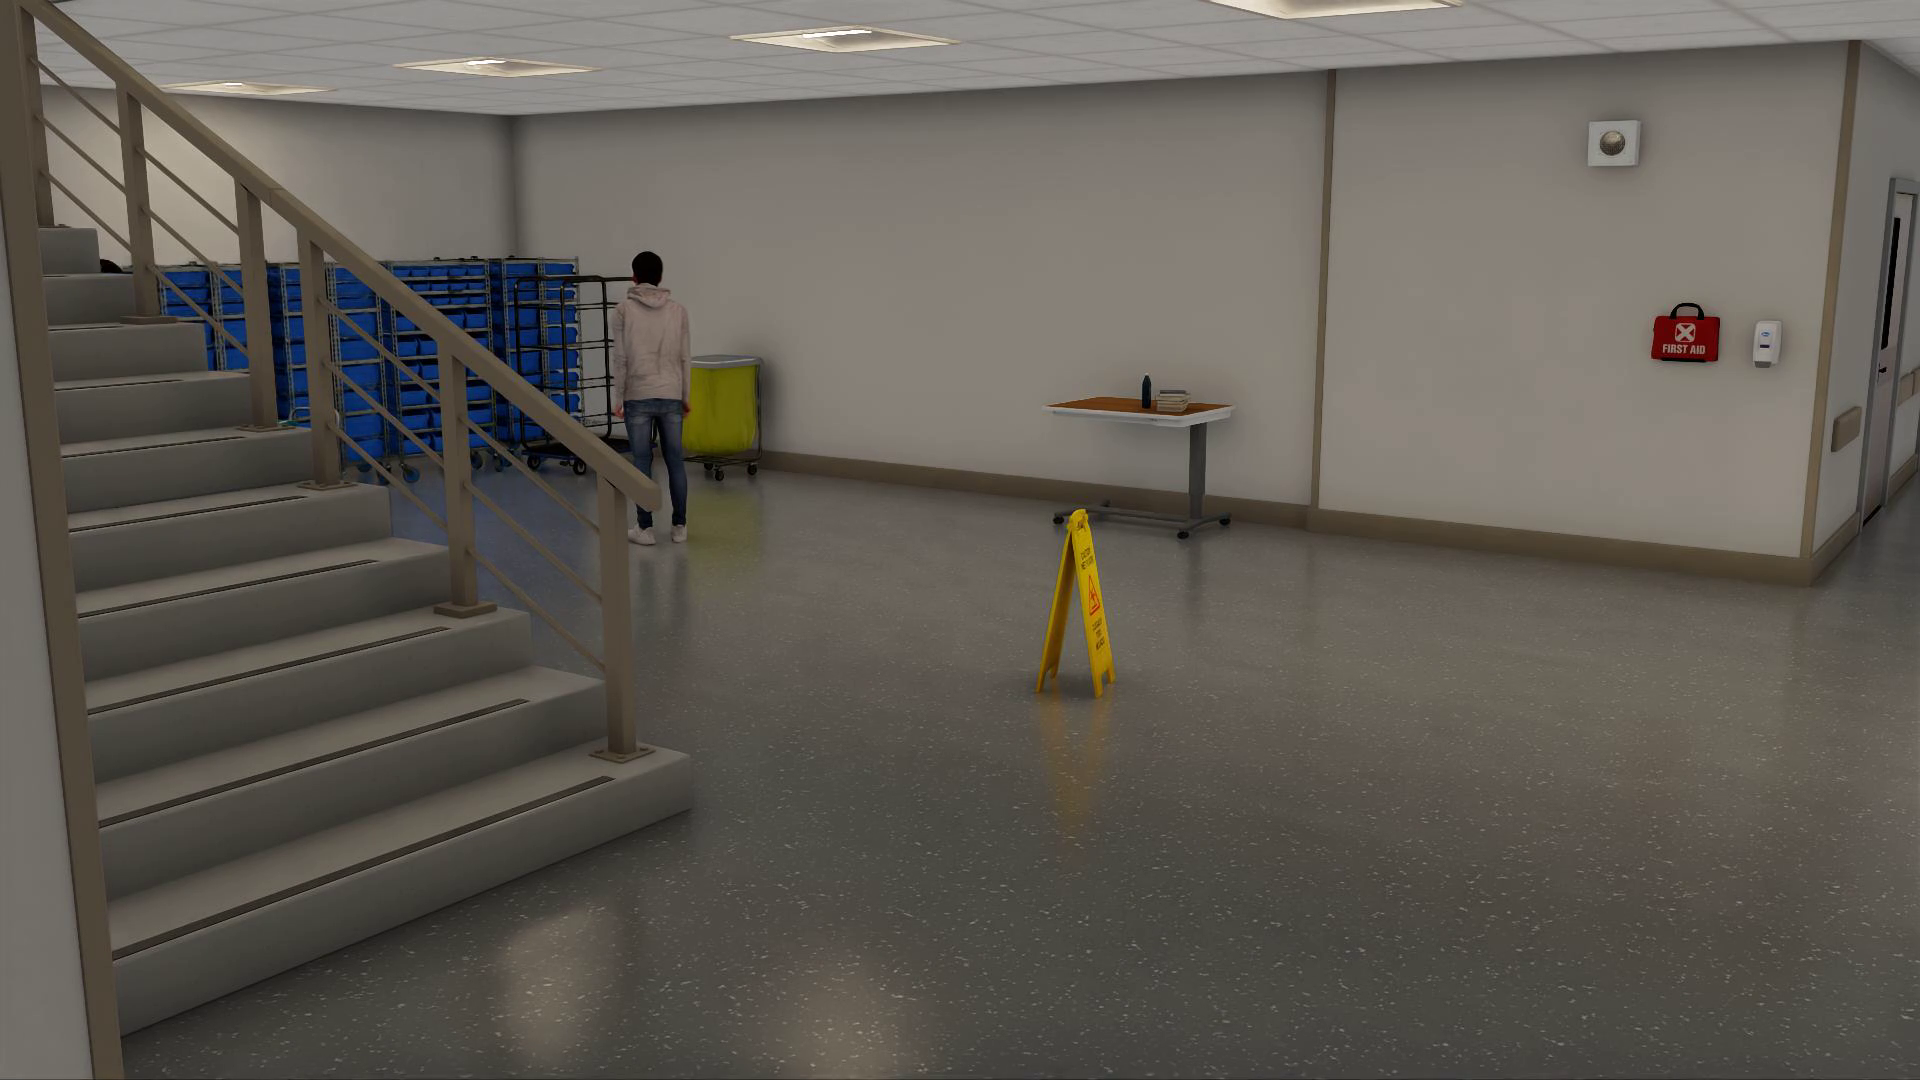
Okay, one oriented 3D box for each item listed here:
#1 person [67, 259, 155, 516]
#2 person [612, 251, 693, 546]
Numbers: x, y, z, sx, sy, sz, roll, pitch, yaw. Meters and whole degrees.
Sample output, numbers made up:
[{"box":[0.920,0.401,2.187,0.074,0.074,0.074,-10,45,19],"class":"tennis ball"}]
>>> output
[{"box":[-3.958,-0.405,7.972,0.860,1.851,0.853,2,11,12],"class":"person"},{"box":[-1.956,-0.905,10.600,0.751,1.853,0.737,-5,12,-27],"class":"person"}]
